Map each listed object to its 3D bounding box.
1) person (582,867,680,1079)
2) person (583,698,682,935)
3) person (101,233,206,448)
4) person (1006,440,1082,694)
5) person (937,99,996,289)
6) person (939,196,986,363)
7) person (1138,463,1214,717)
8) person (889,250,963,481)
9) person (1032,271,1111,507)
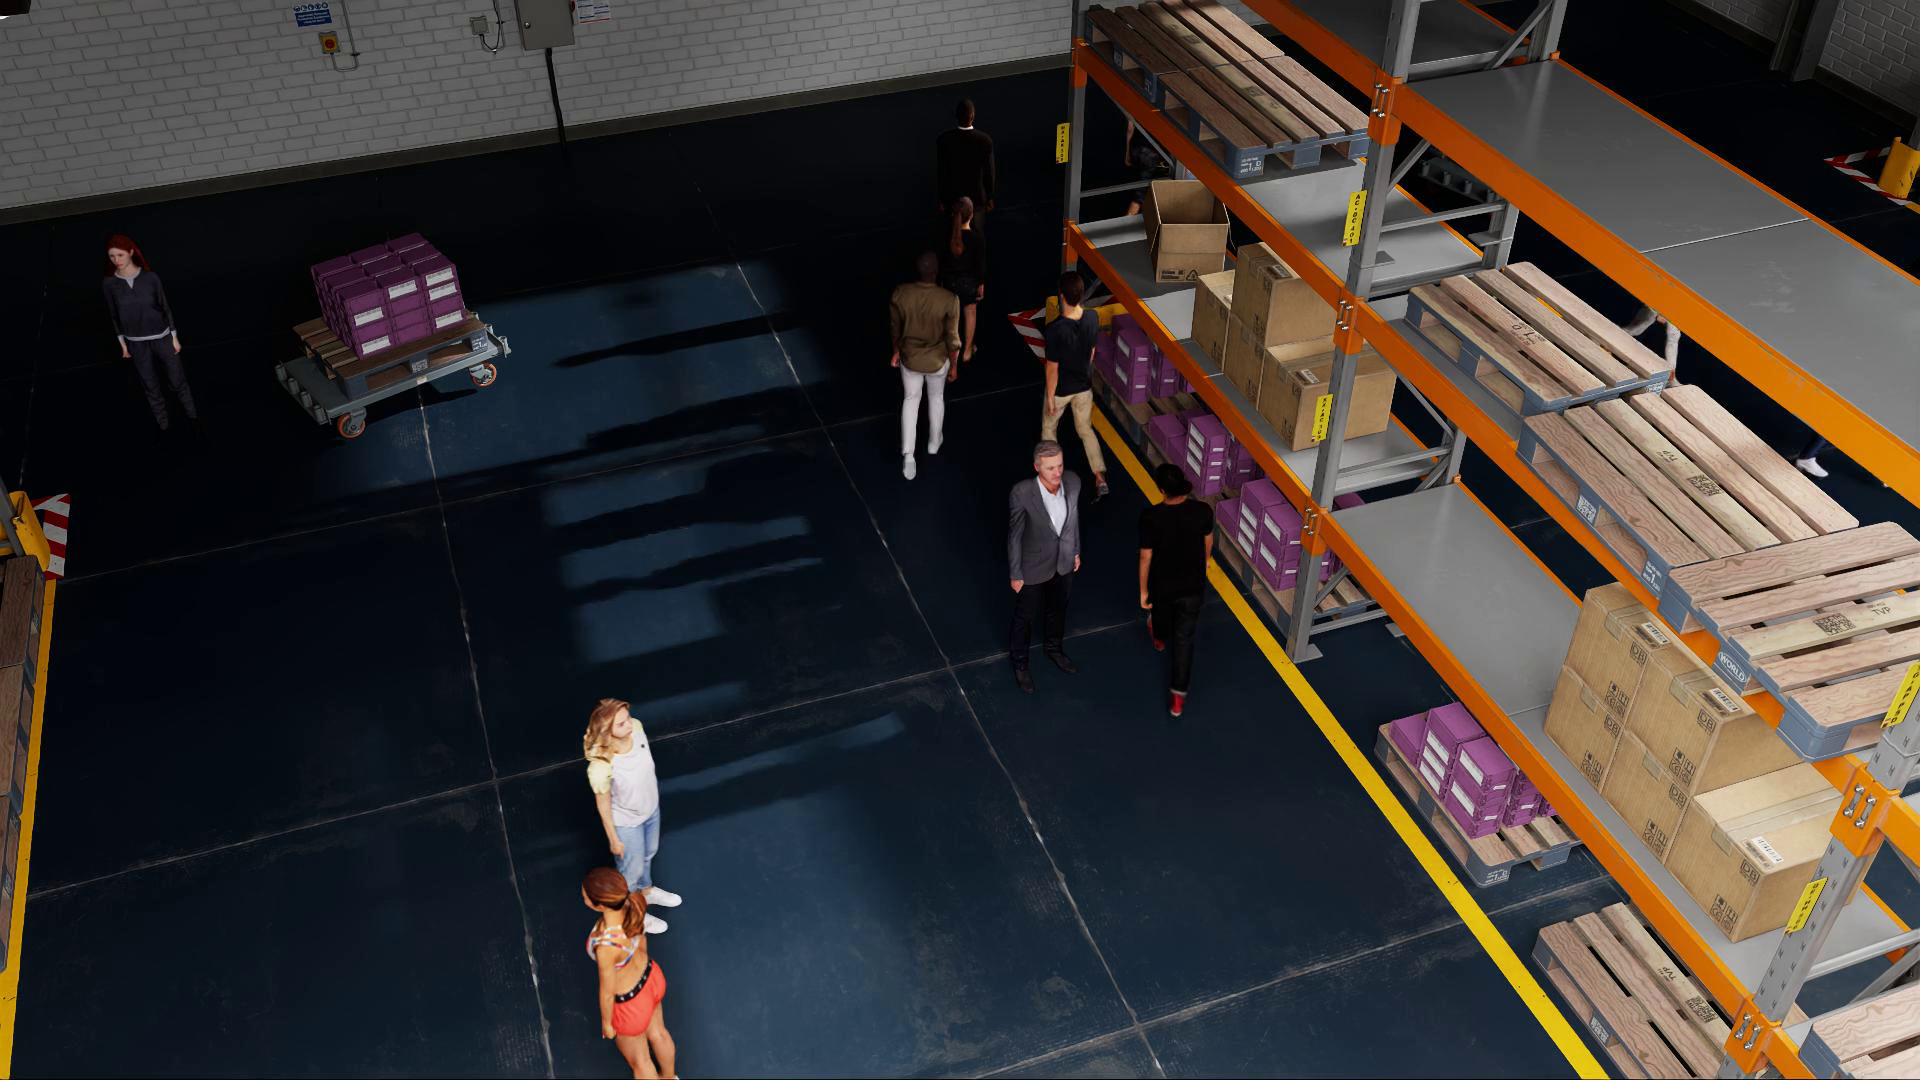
[{"bbox_3d":[-1.561,2.188,8.024,0.733,1.789,0.656,11,40,13],"label":"person"},{"bbox_3d":[-1.787,1.474,8.971,0.767,1.723,0.684,12,40,15],"label":"person"},{"bbox_3d":[-6.176,-1.525,12.681,0.594,1.780,0.533,-9,39,-11],"label":"person"},{"bbox_3d":[0.539,0.130,10.559,0.757,1.842,0.678,-21,43,-25],"label":"person"},{"bbox_3d":[0.055,-2.987,14.495,0.727,1.800,0.696,1,39,1],"label":"person"},{"bbox_3d":[-0.006,-2.068,13.551,0.800,1.543,0.931,8,39,10],"label":"person"},{"bbox_3d":[1.358,0.336,10.417,0.956,1.697,1.267,1,39,2],"label":"person"},{"bbox_3d":[-0.290,-1.283,12.363,1.002,1.799,1.148,6,39,8],"label":"person"},{"bbox_3d":[0.850,-1.062,12.058,0.702,1.833,1.112,-17,42,-21],"label":"person"}]
